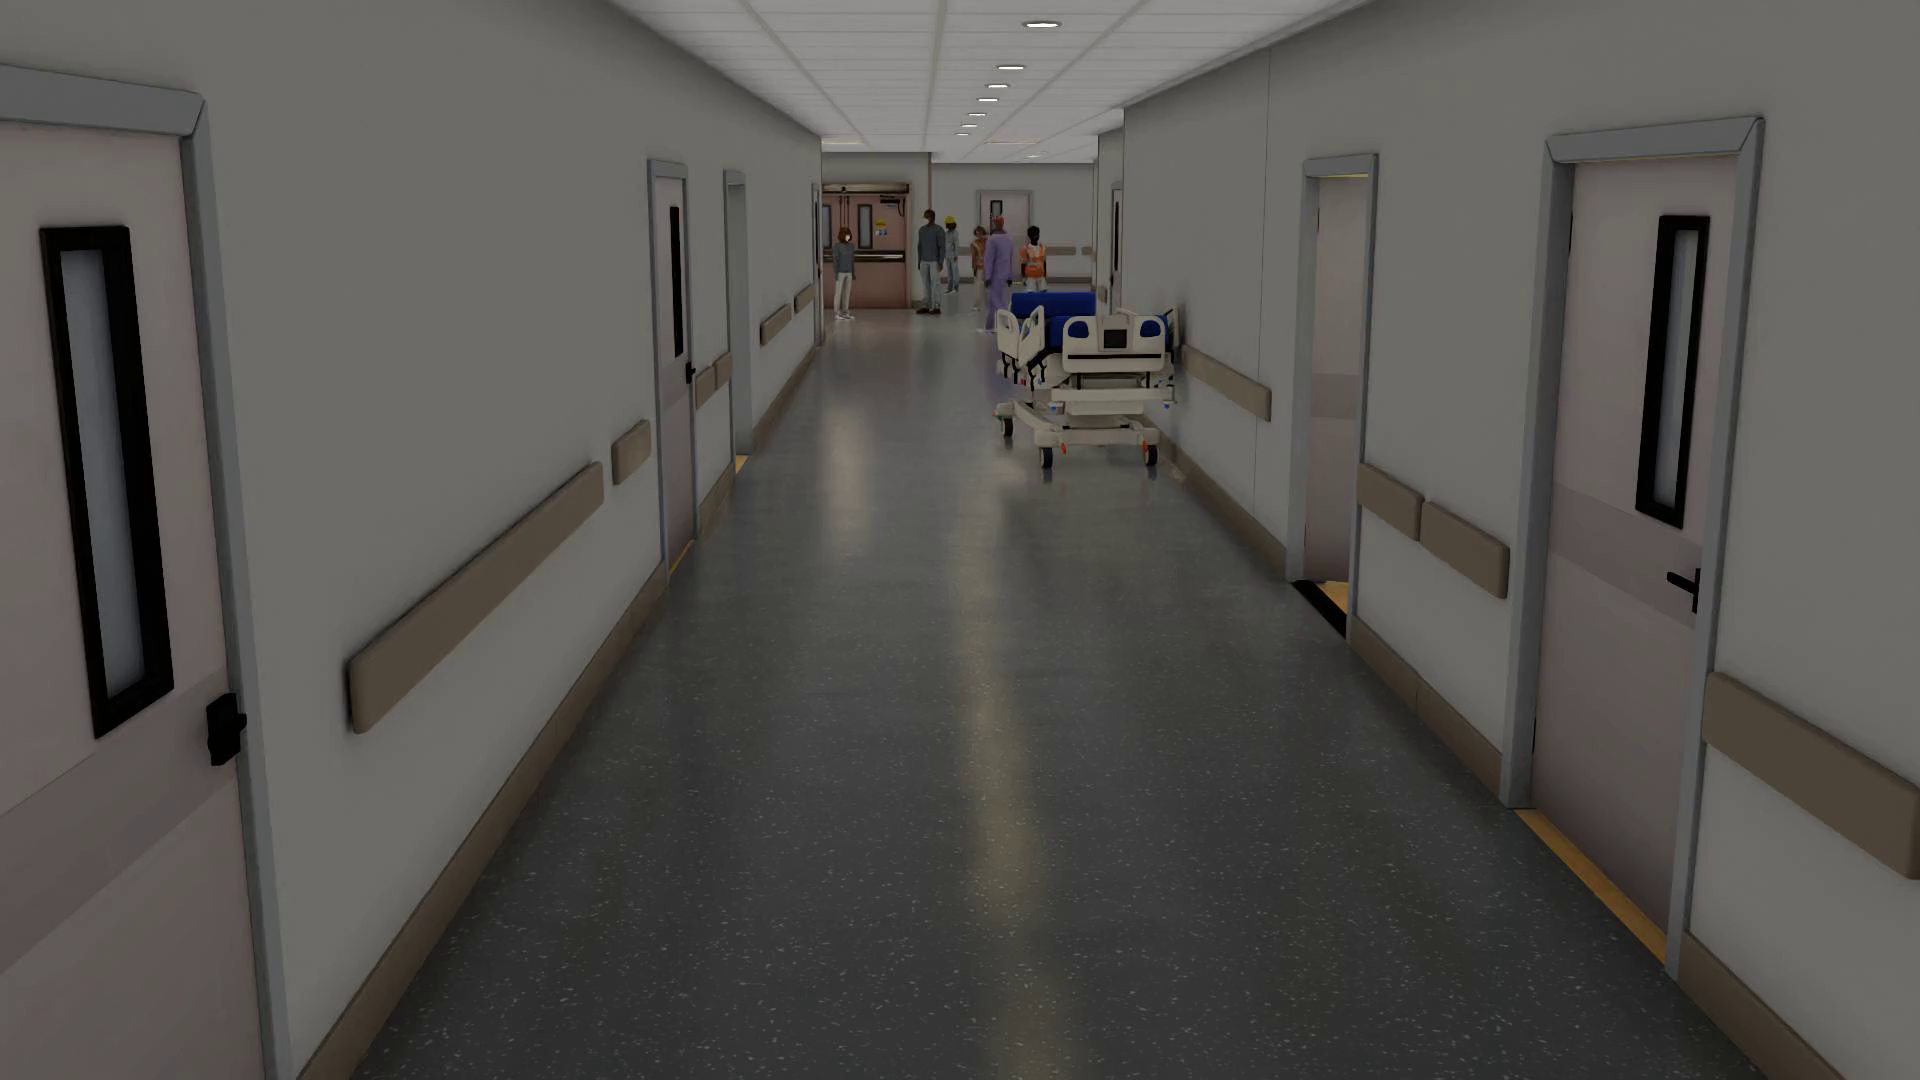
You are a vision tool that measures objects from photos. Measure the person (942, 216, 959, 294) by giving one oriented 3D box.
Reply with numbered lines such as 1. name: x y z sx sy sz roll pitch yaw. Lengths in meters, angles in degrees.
1. person: -0.208 -6.433 37.573 0.312 1.741 0.487 -7 13 -31

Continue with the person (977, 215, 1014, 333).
1. person: 0.639 -4.183 26.285 0.857 1.881 0.651 7 14 32

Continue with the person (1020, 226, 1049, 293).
1. person: 1.240 -4.415 27.879 0.545 1.680 0.375 -7 13 -30

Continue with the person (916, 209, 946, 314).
1. person: -0.543 -5.162 30.900 0.629 1.940 0.379 10 15 40

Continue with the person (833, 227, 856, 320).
1. person: -2.052 -4.738 29.577 0.286 1.633 0.501 11 16 43

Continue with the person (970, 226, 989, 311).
1. person: 0.495 -5.180 31.785 0.644 1.611 0.326 -6 13 -26
